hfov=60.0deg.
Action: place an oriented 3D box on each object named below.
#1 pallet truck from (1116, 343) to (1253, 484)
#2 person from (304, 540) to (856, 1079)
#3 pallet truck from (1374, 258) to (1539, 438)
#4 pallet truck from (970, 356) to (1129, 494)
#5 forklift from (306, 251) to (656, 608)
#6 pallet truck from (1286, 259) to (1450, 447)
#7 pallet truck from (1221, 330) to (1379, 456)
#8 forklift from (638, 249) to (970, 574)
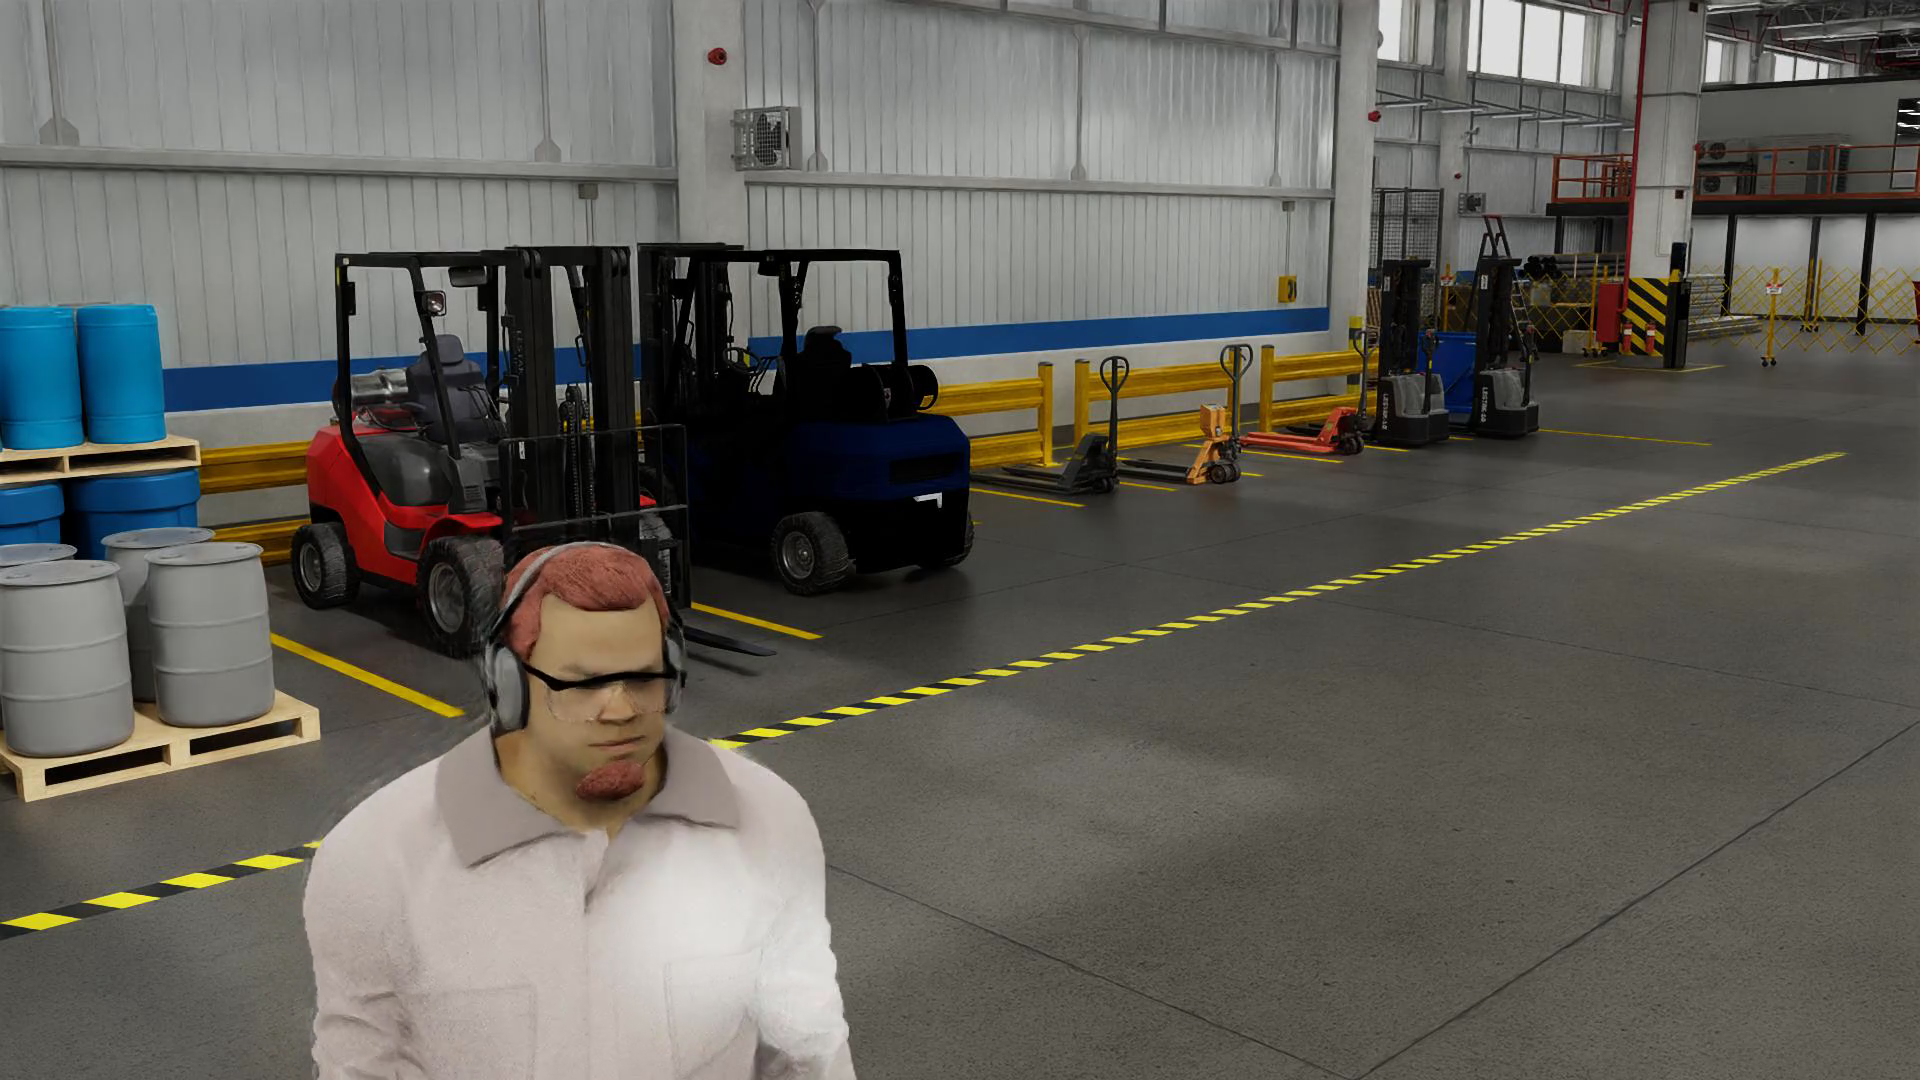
[{"bbox_3d":[1.962,-1.215,15.415,1.522,1.261,0.704,10,14,43],"label":"pallet truck"},{"bbox_3d":[-0.422,0.939,2.048,0.673,1.884,0.620,-5,11,-25],"label":"person"},{"bbox_3d":[5.704,-2.208,18.901,1.885,1.965,0.823,10,14,43],"label":"pallet truck"},{"bbox_3d":[0.784,-1.085,14.876,0.680,1.201,1.601,-10,14,-44],"label":"pallet truck"},{"bbox_3d":[-2.833,-0.669,9.694,1.157,1.987,2.680,-10,14,-44],"label":"forklift"},{"bbox_3d":[4.493,-2.078,18.196,0.823,1.965,1.885,-9,14,-40],"label":"pallet truck"},{"bbox_3d":[3.563,-1.581,17.381,0.653,1.274,1.630,-10,14,-44],"label":"pallet truck"},{"bbox_3d":[-1.173,-0.958,11.239,2.680,1.987,1.157,10,14,43],"label":"forklift"}]
